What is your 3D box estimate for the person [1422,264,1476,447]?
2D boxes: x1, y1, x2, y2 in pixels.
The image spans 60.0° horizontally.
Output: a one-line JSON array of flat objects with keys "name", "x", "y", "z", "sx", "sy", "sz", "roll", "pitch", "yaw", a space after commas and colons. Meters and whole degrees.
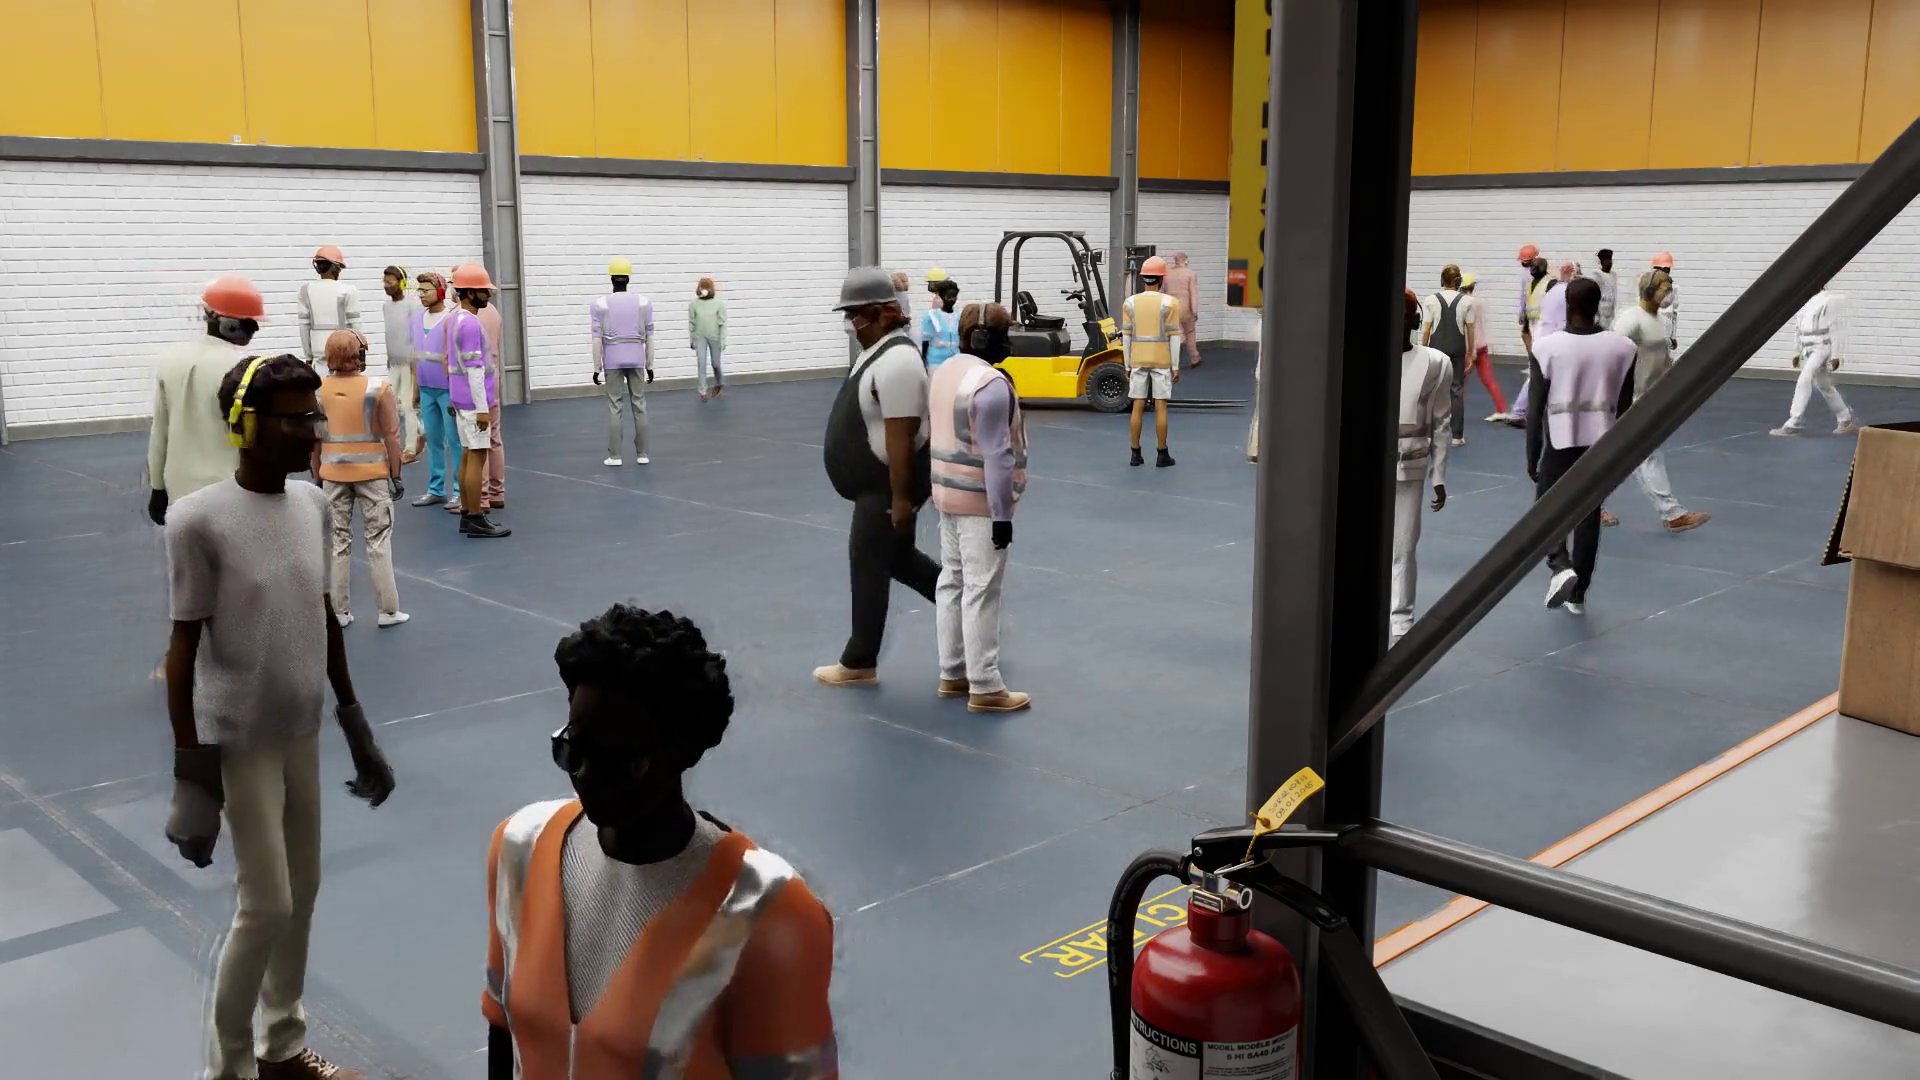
[{"name": "person", "x": 4.938, "y": -1.864, "z": 16.852, "sx": 0.517, "sy": 1.840, "sz": 0.327, "roll": 3, "pitch": 11, "yaw": 17}]

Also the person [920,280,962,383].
[{"name": "person", "x": -0.129, "y": -1.755, "z": 16.656, "sx": 0.558, "sy": 1.685, "sz": 0.356, "roll": -4, "pitch": 11, "yaw": -23}]

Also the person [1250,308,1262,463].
[{"name": "person", "x": 2.942, "y": -1.490, "z": 15.430, "sx": 0.521, "sy": 1.613, "sz": 0.517, "roll": 2, "pitch": 11, "yaw": 8}]

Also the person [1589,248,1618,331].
[{"name": "person", "x": 9.713, "y": -3.439, "z": 25.174, "sx": 0.611, "sy": 1.933, "sz": 0.463, "roll": -6, "pitch": 12, "yaw": -31}]

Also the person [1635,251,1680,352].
[{"name": "person", "x": 8.326, "y": -2.465, "z": 19.865, "sx": 0.543, "sy": 1.938, "sz": 0.357, "roll": -2, "pitch": 11, "yaw": -9}]

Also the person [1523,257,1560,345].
[{"name": "person", "x": 8.247, "y": -3.101, "z": 23.649, "sx": 0.450, "sy": 1.821, "sz": 0.644, "roll": -2, "pitch": 11, "yaw": -12}]

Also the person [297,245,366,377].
[{"name": "person", "x": -6.021, "y": -1.805, "z": 16.011, "sx": 0.605, "sy": 2.033, "sz": 0.392, "roll": 0, "pitch": 10, "yaw": 2}]

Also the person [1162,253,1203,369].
[{"name": "person", "x": 3.584, "y": -3.673, "z": 26.708, "sx": 0.704, "sy": 1.842, "sz": 0.984, "roll": 7, "pitch": 13, "yaw": 35}]

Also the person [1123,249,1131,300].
[{"name": "person", "x": 2.798, "y": -3.750, "z": 26.911, "sx": 0.383, "sy": 1.923, "sz": 0.624, "roll": -1, "pitch": 10, "yaw": -8}]

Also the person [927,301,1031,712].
[{"name": "person", "x": 0.087, "y": -0.151, "z": 7.522, "sx": 0.430, "sy": 1.840, "sz": 0.624, "roll": -5, "pitch": 11, "yaw": -24}]

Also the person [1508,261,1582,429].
[{"name": "person", "x": 6.538, "y": -2.120, "z": 18.251, "sx": 1.012, "sy": 1.854, "sz": 0.653, "roll": -1, "pitch": 10, "yaw": -5}]

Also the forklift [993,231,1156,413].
[{"name": "forklift", "x": 1.222, "y": -2.721, "z": 20.561, "sx": 2.313, "sy": 2.155, "sz": 1.214, "roll": 2, "pitch": 11, "yaw": 13}]

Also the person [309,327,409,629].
[{"name": "person", "x": -3.271, "y": -0.327, "z": 9.013, "sx": 0.514, "sy": 1.644, "sz": 0.307, "roll": 0, "pitch": 10, "yaw": -2}]

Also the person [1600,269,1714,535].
[{"name": "person", "x": 4.971, "y": -0.993, "z": 11.980, "sx": 1.025, "sy": 1.880, "sz": 0.649, "roll": 10, "pitch": 14, "yaw": 42}]

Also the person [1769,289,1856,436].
[{"name": "person", "x": 9.195, "y": -2.013, "z": 17.734, "sx": 0.987, "sy": 1.833, "sz": 0.588, "roll": -1, "pitch": 10, "yaw": -4}]

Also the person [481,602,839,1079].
[{"name": "person", "x": -0.381, "y": 0.887, "z": 2.267, "sx": 0.542, "sy": 1.682, "sz": 0.632, "roll": 6, "pitch": 12, "yaw": 30}]

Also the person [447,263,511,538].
[{"name": "person", "x": -3.421, "y": -0.983, "z": 11.784, "sx": 0.356, "sy": 1.936, "sz": 0.551, "roll": -5, "pitch": 12, "yaw": -26}]

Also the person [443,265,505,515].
[{"name": "person", "x": -3.756, "y": -1.147, "z": 12.765, "sx": 0.399, "sy": 1.909, "sz": 0.642, "roll": 2, "pitch": 11, "yaw": 12}]

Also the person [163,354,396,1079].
[{"name": "person", "x": -1.648, "y": 0.493, "z": 4.005, "sx": 0.328, "sy": 1.850, "sz": 0.583, "roll": 3, "pitch": 11, "yaw": 16}]

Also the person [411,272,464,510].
[{"name": "person", "x": -4.061, "y": -1.166, "z": 13.034, "sx": 0.570, "sy": 1.845, "sz": 0.384, "roll": 6, "pitch": 12, "yaw": 28}]

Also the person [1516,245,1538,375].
[{"name": "person", "x": 8.749, "y": -3.526, "z": 25.547, "sx": 0.397, "sy": 1.995, "sz": 0.778, "roll": 5, "pitch": 12, "yaw": 26}]

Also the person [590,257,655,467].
[{"name": "person", "x": -3.116, "y": -1.638, "z": 15.385, "sx": 0.591, "sy": 1.926, "sz": 0.369, "roll": -5, "pitch": 11, "yaw": -24}]

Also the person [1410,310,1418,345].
[{"name": "person", "x": 4.845, "y": -2.084, "z": 18.605, "sx": 0.523, "sy": 1.639, "sz": 0.308, "roll": 3, "pitch": 11, "yaw": 15}]

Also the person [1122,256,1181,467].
[{"name": "person", "x": 1.769, "y": -1.637, "z": 15.354, "sx": 0.545, "sy": 1.938, "sz": 0.359, "roll": 4, "pitch": 11, "yaw": 22}]

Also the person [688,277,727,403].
[{"name": "person", "x": -3.250, "y": -2.598, "z": 21.497, "sx": 0.506, "sy": 1.604, "sz": 0.681, "roll": 0, "pitch": 10, "yaw": -2}]

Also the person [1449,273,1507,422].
[{"name": "person", "x": 5.911, "y": -2.203, "z": 19.099, "sx": 0.878, "sy": 1.696, "sz": 0.542, "roll": 7, "pitch": 13, "yaw": 34}]

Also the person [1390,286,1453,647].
[{"name": "person", "x": 2.156, "y": -0.329, "z": 8.368, "sx": 0.573, "sy": 1.883, "sz": 0.356, "roll": 2, "pitch": 11, "yaw": 13}]

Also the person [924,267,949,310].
[{"name": "person", "x": -0.253, "y": -2.216, "z": 18.978, "sx": 0.313, "sy": 1.767, "sz": 0.533, "roll": 0, "pitch": 10, "yaw": 2}]

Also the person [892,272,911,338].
[{"name": "person", "x": -0.821, "y": -2.797, "z": 22.508, "sx": 0.266, "sy": 1.632, "sz": 0.507, "roll": -6, "pitch": 12, "yaw": -32}]

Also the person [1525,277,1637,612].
[{"name": "person", "x": 3.474, "y": -0.511, "z": 9.321, "sx": 0.602, "sy": 1.903, "sz": 0.491, "roll": 1, "pitch": 10, "yaw": 6}]

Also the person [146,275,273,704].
[{"name": "person", "x": -3.398, "y": -0.228, "z": 7.637, "sx": 0.633, "sy": 1.948, "sz": 0.544, "roll": 5, "pitch": 11, "yaw": 25}]

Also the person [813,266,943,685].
[{"name": "person", "x": -0.253, "y": -0.334, "z": 7.963, "sx": 0.852, "sy": 2.000, "sz": 0.711, "roll": -1, "pitch": 10, "yaw": -8}]

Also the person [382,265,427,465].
[{"name": "person", "x": -5.160, "y": -1.633, "z": 15.554, "sx": 0.514, "sy": 1.859, "sz": 0.505, "roll": 6, "pitch": 12, "yaw": 31}]
